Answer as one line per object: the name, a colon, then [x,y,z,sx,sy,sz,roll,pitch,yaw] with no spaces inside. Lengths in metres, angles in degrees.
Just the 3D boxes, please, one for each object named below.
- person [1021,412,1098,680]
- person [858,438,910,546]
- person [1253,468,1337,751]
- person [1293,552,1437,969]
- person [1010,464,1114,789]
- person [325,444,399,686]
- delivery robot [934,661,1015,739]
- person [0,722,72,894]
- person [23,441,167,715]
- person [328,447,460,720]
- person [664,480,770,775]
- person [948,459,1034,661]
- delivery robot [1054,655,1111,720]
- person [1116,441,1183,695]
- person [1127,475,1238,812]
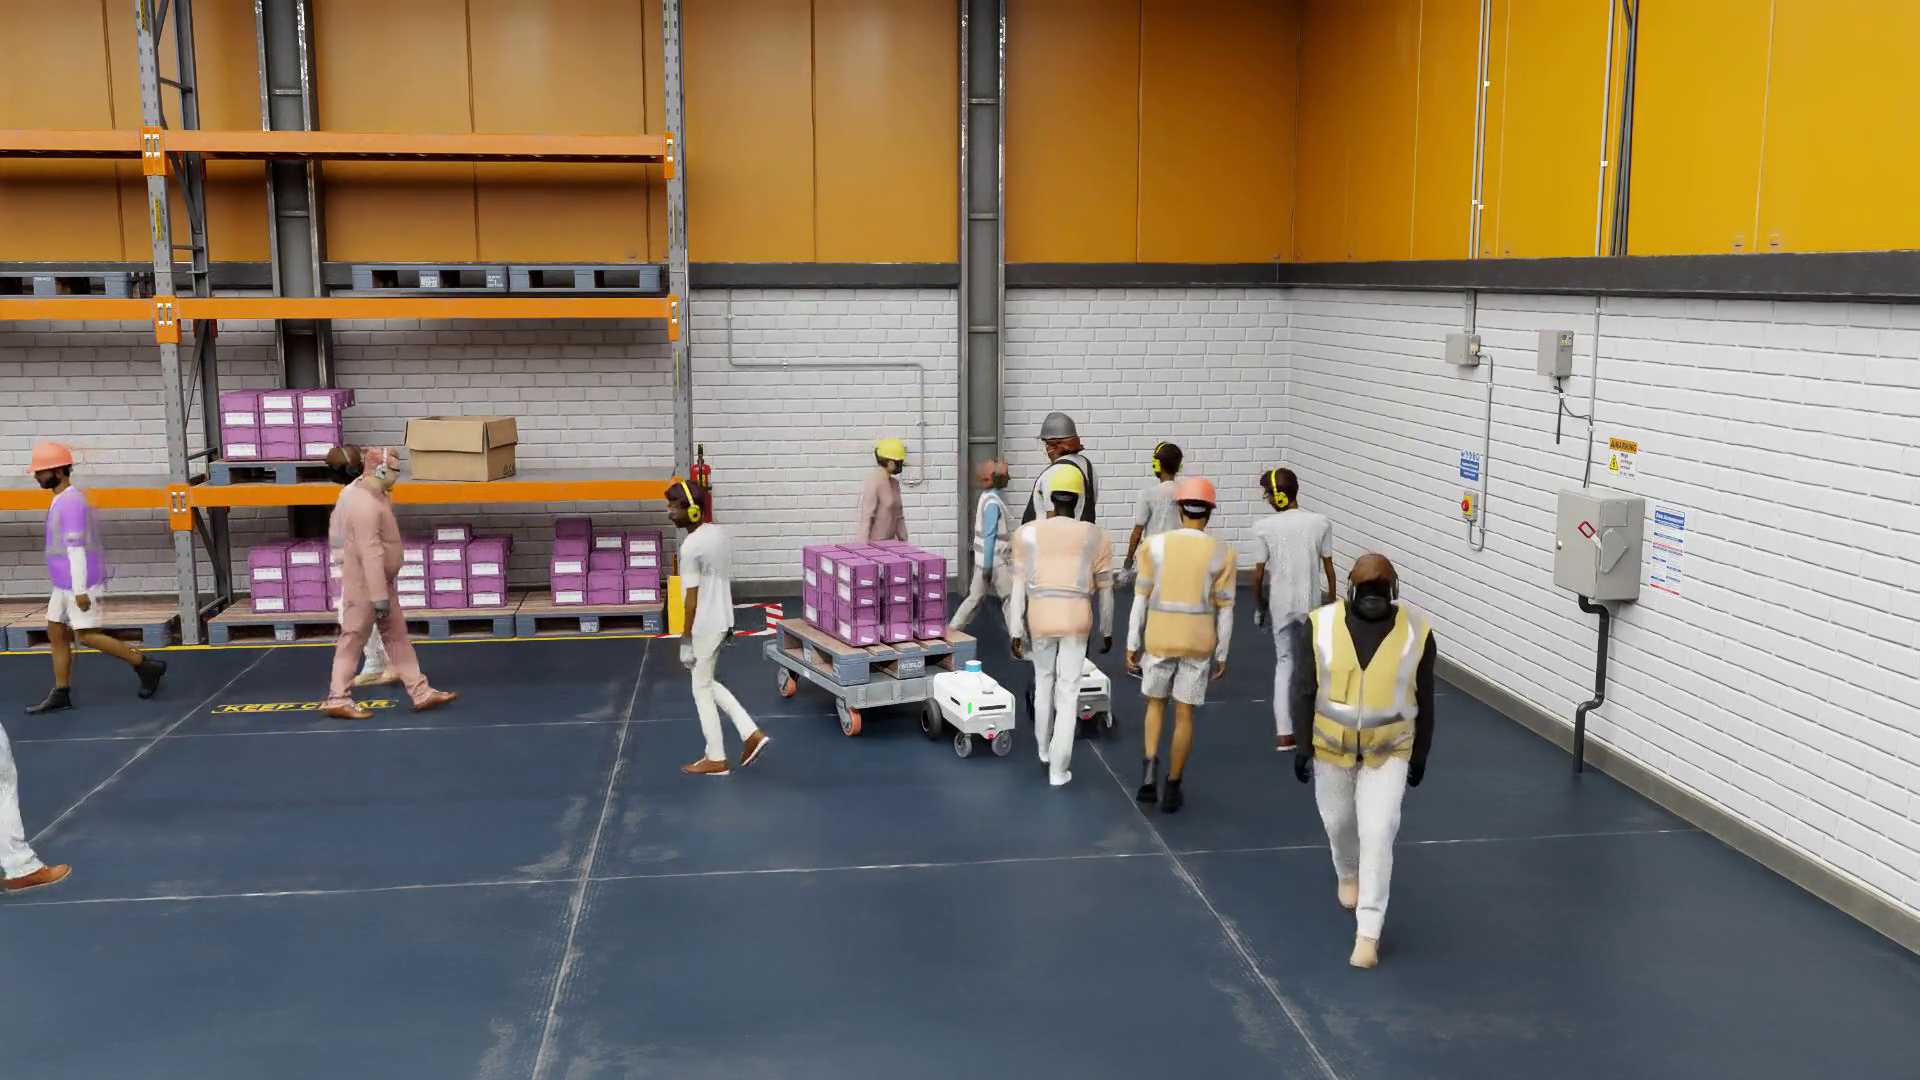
person: [0.708,0.072,12.172,0.536,2.000,0.688,5,10,27]
person: [-0.566,0.058,13.164,0.619,1.735,0.563,3,10,19]
person: [2.135,0.446,10.504,0.580,1.827,0.371,1,9,4]
person: [1.838,0.927,7.582,0.614,1.809,0.897,3,10,18]
person: [0.632,0.487,10.009,0.601,1.894,0.834,2,9,14]
person: [-4.317,0.204,12.046,0.467,1.815,0.710,-4,10,-24]
delivery robot: [0.087,1.015,10.618,0.477,0.478,0.707,-3,10,-19]
person: [-4.934,0.821,7.984,0.932,1.896,0.651,-8,12,-41]
person: [-6.042,0.252,11.506,0.836,1.905,0.542,-6,11,-33]
person: [-3.898,0.303,11.288,0.925,1.849,0.686,-2,9,-14]
person: [-1.471,0.543,9.866,0.449,1.837,0.586,2,9,15]
person: [0.227,0.157,12.997,0.837,1.603,0.516,-1,9,-5]
delivery robot: [0.755,0.942,11.073,0.477,0.478,0.707,-2,9,-12]
person: [1.476,0.204,12.051,0.540,1.831,0.963,-6,11,-31]
person: [1.251,0.590,9.371,0.597,1.899,0.508,2,9,15]
